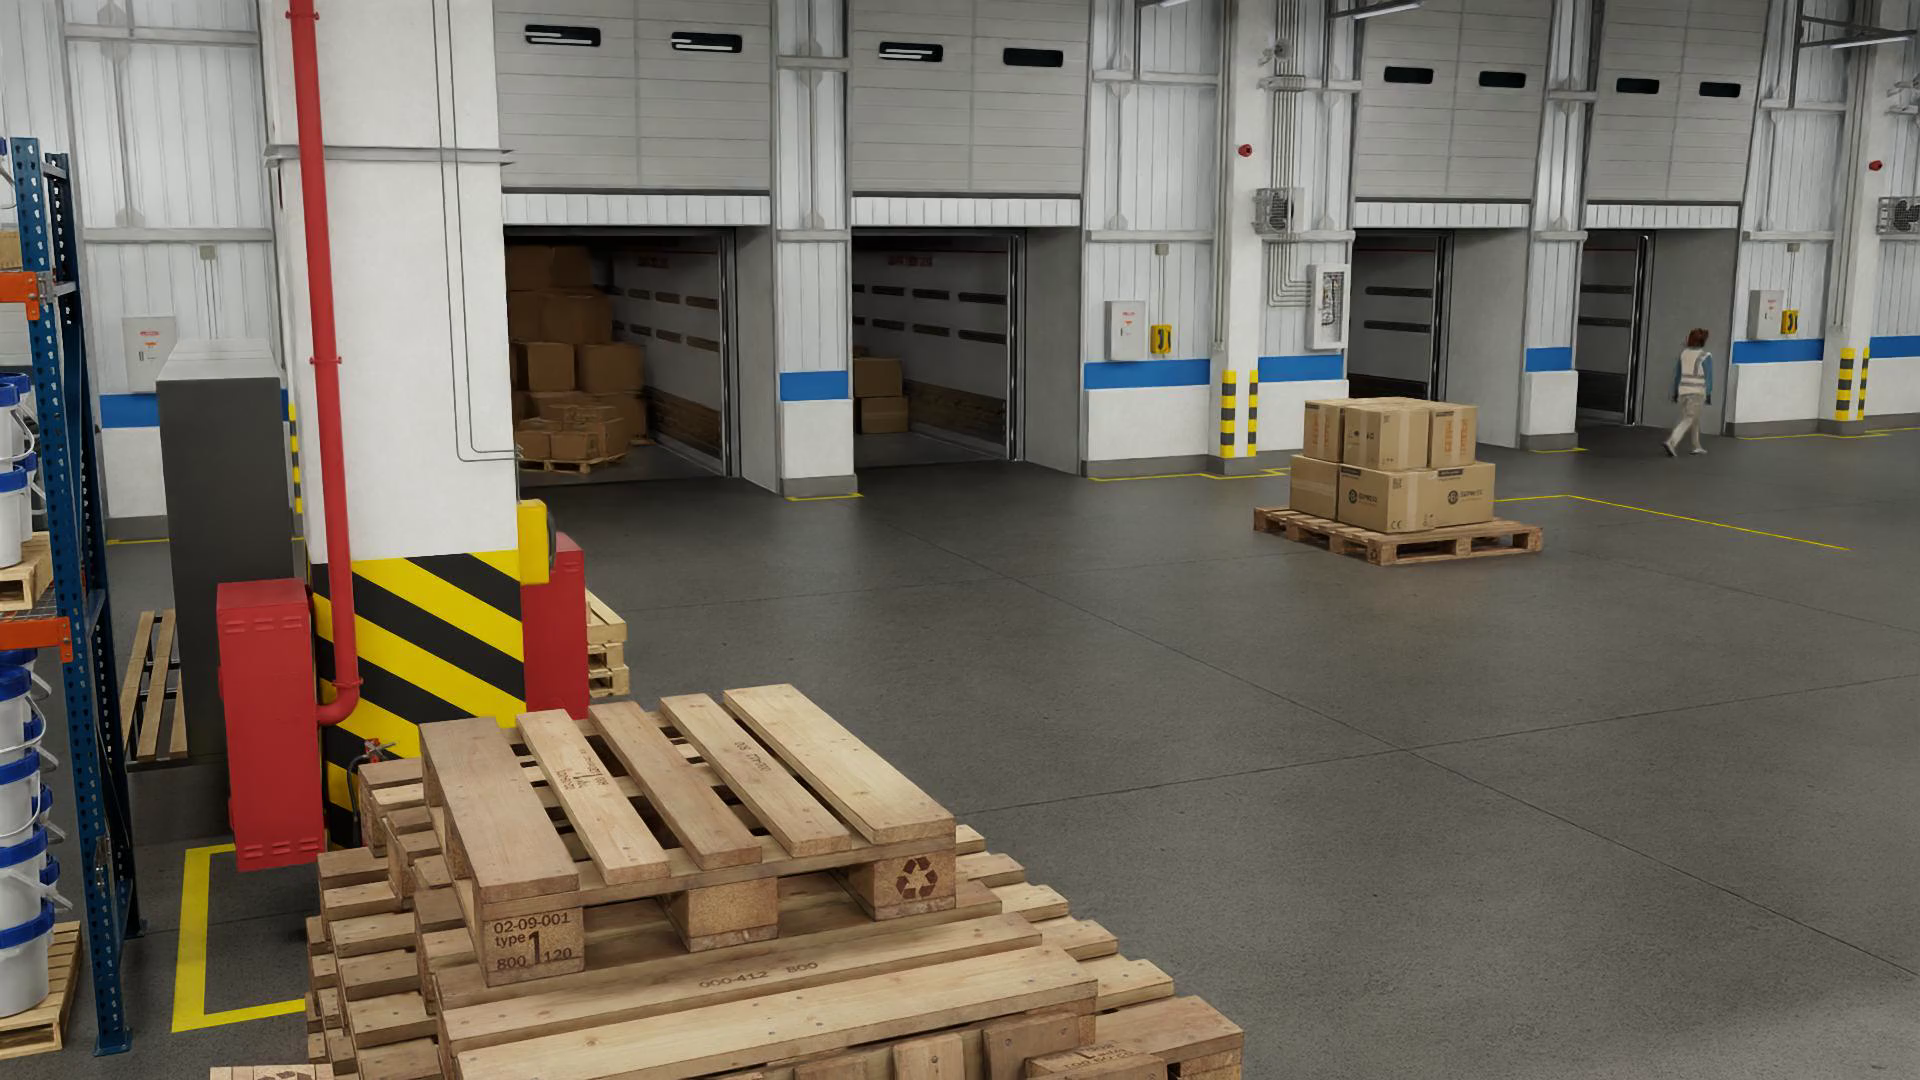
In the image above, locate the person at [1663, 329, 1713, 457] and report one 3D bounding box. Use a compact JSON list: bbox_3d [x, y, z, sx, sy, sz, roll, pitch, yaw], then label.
[{"bbox_3d":[9.146,-1.843,20.860,0.795,1.610,0.528,-4,11,-22],"label":"person"}]
